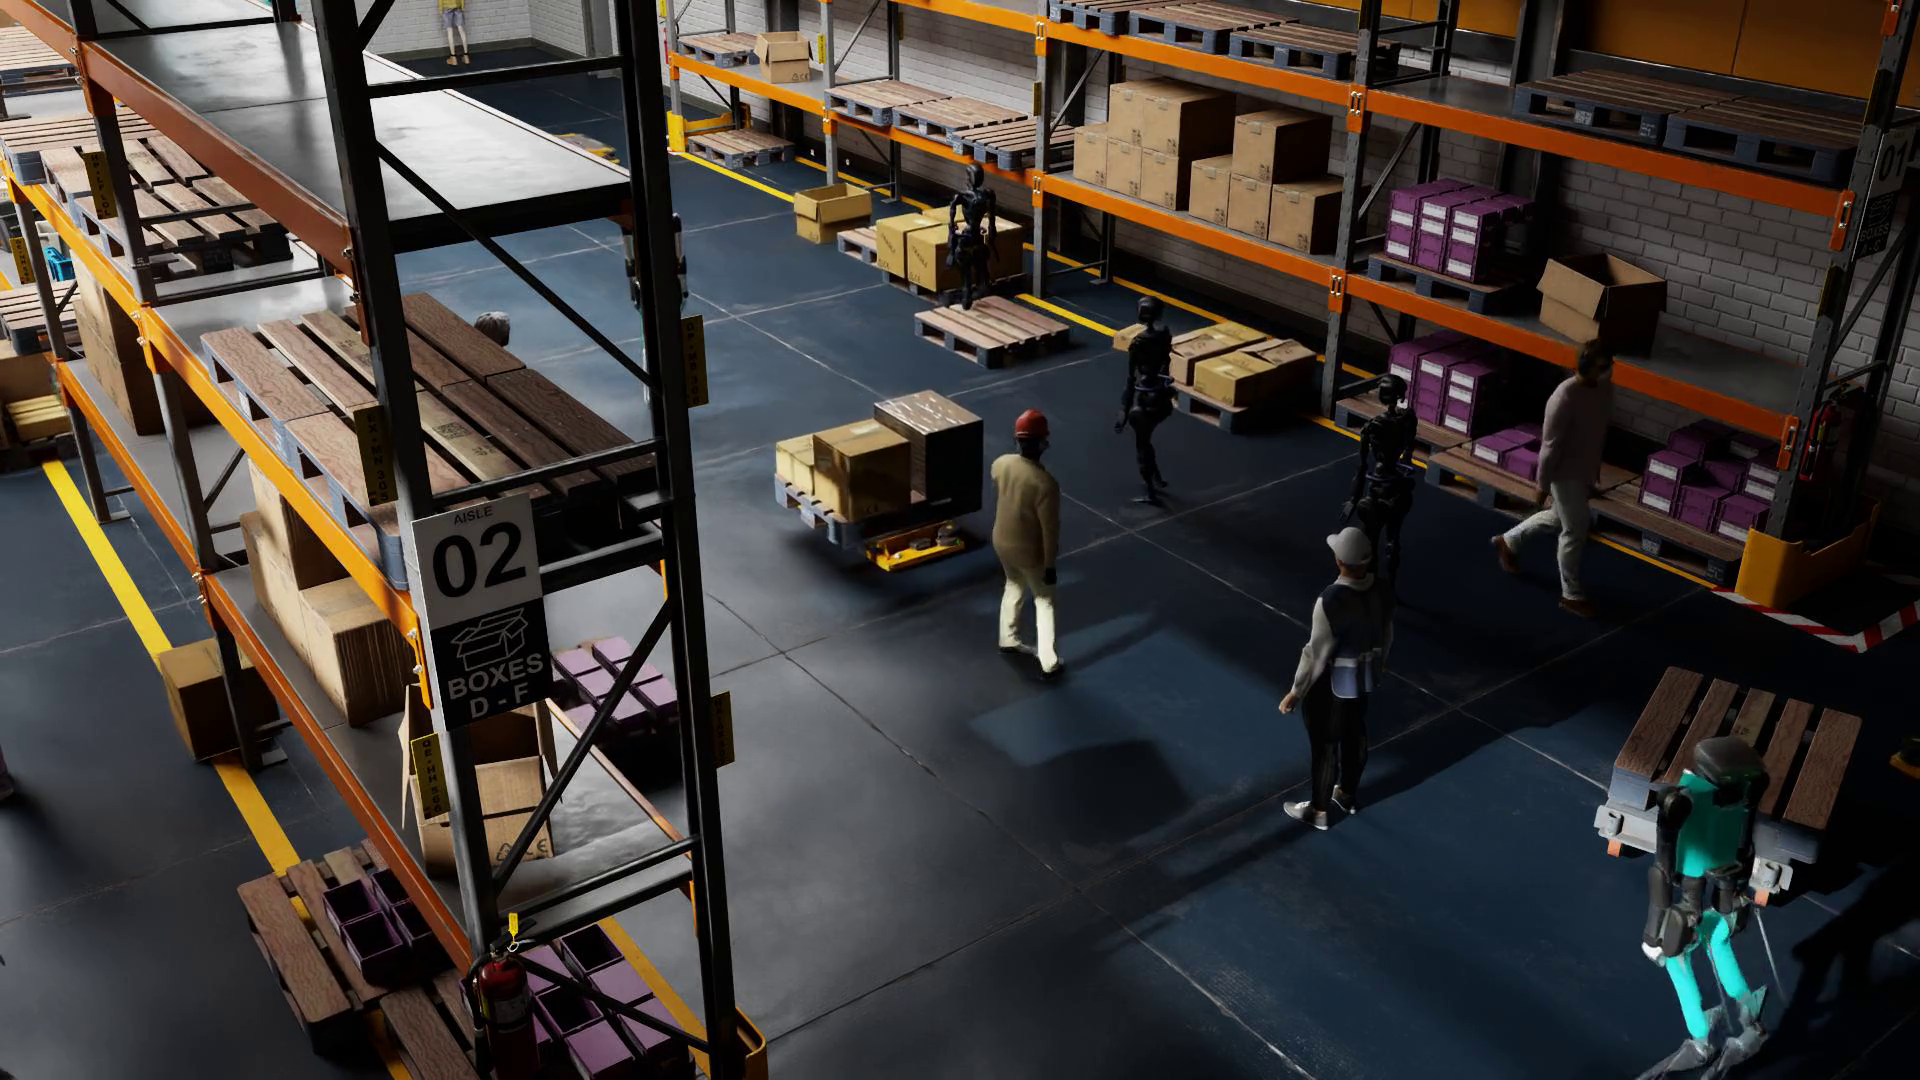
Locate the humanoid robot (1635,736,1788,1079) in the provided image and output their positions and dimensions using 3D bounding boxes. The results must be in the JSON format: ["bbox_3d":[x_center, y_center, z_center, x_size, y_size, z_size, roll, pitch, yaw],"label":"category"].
[{"bbox_3d":[3.201,1.712,6.959,0.549,1.798,0.686,-11,29,-21],"label":"humanoid robot"}]

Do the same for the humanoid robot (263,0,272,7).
[{"bbox_3d":[-10.394,-7.790,25.841,1.014,1.728,0.531,-15,30,-27],"label":"humanoid robot"}]

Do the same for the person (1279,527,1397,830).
[{"bbox_3d":[2.025,0.738,8.860,0.771,1.756,0.428,-18,32,-32],"label":"person"}]

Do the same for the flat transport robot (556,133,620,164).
[{"bbox_3d":[-5.198,-5.233,22.396,0.659,0.231,1.431,-18,32,-32],"label":"flat transport robot"}]

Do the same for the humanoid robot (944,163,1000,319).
[{"bbox_3d":[0.071,-2.849,16.086,0.610,1.636,0.450,-18,32,-31],"label":"humanoid robot"}]

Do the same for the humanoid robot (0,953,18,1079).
[{"bbox_3d":[-4.355,1.750,6.931,0.334,1.653,0.599,19,32,33],"label":"humanoid robot"}]

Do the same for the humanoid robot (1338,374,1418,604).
[{"bbox_3d":[2.794,-0.308,11.018,0.599,1.655,0.315,-18,32,-32],"label":"humanoid robot"}]

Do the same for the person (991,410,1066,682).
[{"bbox_3d":[0.430,0.029,10.321,0.386,1.717,0.581,-20,33,-34],"label":"person"}]

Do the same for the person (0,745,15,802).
[{"bbox_3d":[-5.539,0.590,8.991,0.409,1.910,0.636,-16,31,-29],"label":"person"}]

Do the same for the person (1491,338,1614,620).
[{"bbox_3d":[4.020,-0.469,11.105,0.650,1.910,0.914,-21,34,-36],"label":"person"}]

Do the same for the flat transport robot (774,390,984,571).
[{"bbox_3d":[-0.627,-0.184,12.354,0.659,0.231,1.431,-17,31,-30],"label":"flat transport robot"}]

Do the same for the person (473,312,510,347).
[{"bbox_3d":[-3.158,-0.710,11.642,0.508,1.847,0.341,13,30,25],"label":"person"}]

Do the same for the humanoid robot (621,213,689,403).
[{"bbox_3d":[-2.653,-2.029,14.521,0.546,1.903,0.726,-1,27,-2],"label":"humanoid robot"}]

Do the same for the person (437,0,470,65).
[{"bbox_3d":[-8.589,-9.010,28.107,0.487,1.889,0.382,-18,32,-32],"label":"person"}]

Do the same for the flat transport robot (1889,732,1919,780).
[{"bbox_3d":[6.029,1.403,9.197,0.659,0.231,1.431,-18,32,-31],"label":"flat transport robot"}]

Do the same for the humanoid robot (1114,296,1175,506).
[{"bbox_3d":[1.407,-1.040,12.499,0.326,1.652,0.590,20,33,34],"label":"humanoid robot"}]
